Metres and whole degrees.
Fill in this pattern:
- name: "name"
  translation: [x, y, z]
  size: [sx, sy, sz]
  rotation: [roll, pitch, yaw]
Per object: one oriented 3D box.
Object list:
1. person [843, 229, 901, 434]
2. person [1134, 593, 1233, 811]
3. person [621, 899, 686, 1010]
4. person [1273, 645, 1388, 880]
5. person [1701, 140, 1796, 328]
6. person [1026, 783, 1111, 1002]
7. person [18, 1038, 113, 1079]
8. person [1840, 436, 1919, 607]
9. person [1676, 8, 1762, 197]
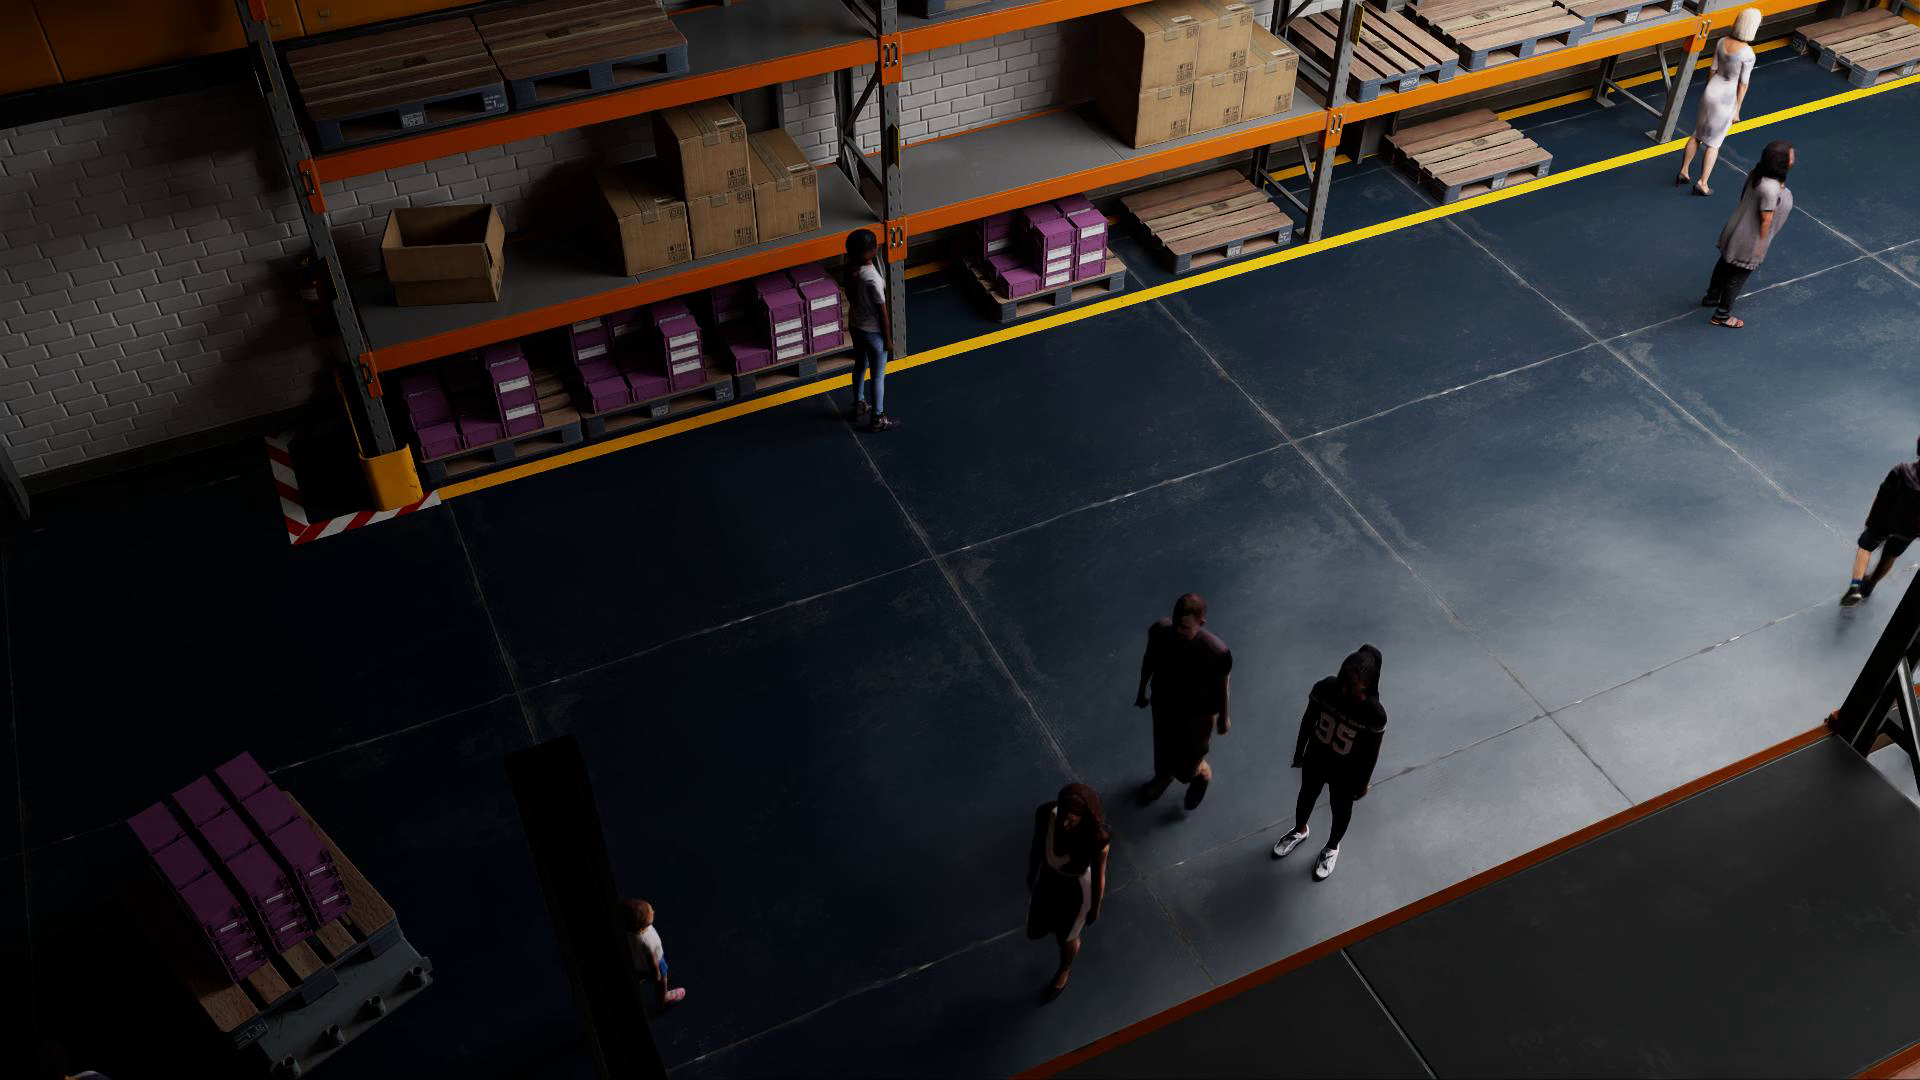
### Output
- name: "person"
  translation: [-0.683, -1.563, 12.338]
  size: [0.605, 1.719, 0.634]
  rotation: [-29, 51, -27]
- name: "person"
  translation: [1.362, 0.890, 9.687]
  size: [0.847, 1.823, 0.855]
  rotation: [29, 51, 27]
- name: "person"
  translation: [-1.718, 2.237, 8.865]
  size: [0.657, 1.007, 0.507]
  rotation: [-29, 51, -27]
- name: "person"
  translation: [2.114, 1.253, 9.374]
  size: [0.698, 1.729, 0.703]
  rotation: [28, 50, 26]
- name: "person"
  translation: [6.351, -2.486, 13.387]
  size: [0.782, 1.607, 0.743]
  rotation: [1, 44, 1]
- name: "person"
  translation: [0.591, 1.792, 8.768]
  size: [0.774, 1.785, 0.843]
  rotation: [24, 49, 23]
- name: "person"
  translation: [-4.063, 2.828, 7.839]
  size: [0.443, 1.566, 0.615]
  rotation: [-18, 46, -18]
- name: "person"
  translation: [6.191, -0.092, 10.999]
  size: [0.758, 1.436, 0.851]
  rotation: [22, 48, 21]
- name: "person"
  translation: [6.745, -3.887, 14.753]
  size: [0.512, 1.751, 0.572]
  rotation: [-20, 47, -20]
